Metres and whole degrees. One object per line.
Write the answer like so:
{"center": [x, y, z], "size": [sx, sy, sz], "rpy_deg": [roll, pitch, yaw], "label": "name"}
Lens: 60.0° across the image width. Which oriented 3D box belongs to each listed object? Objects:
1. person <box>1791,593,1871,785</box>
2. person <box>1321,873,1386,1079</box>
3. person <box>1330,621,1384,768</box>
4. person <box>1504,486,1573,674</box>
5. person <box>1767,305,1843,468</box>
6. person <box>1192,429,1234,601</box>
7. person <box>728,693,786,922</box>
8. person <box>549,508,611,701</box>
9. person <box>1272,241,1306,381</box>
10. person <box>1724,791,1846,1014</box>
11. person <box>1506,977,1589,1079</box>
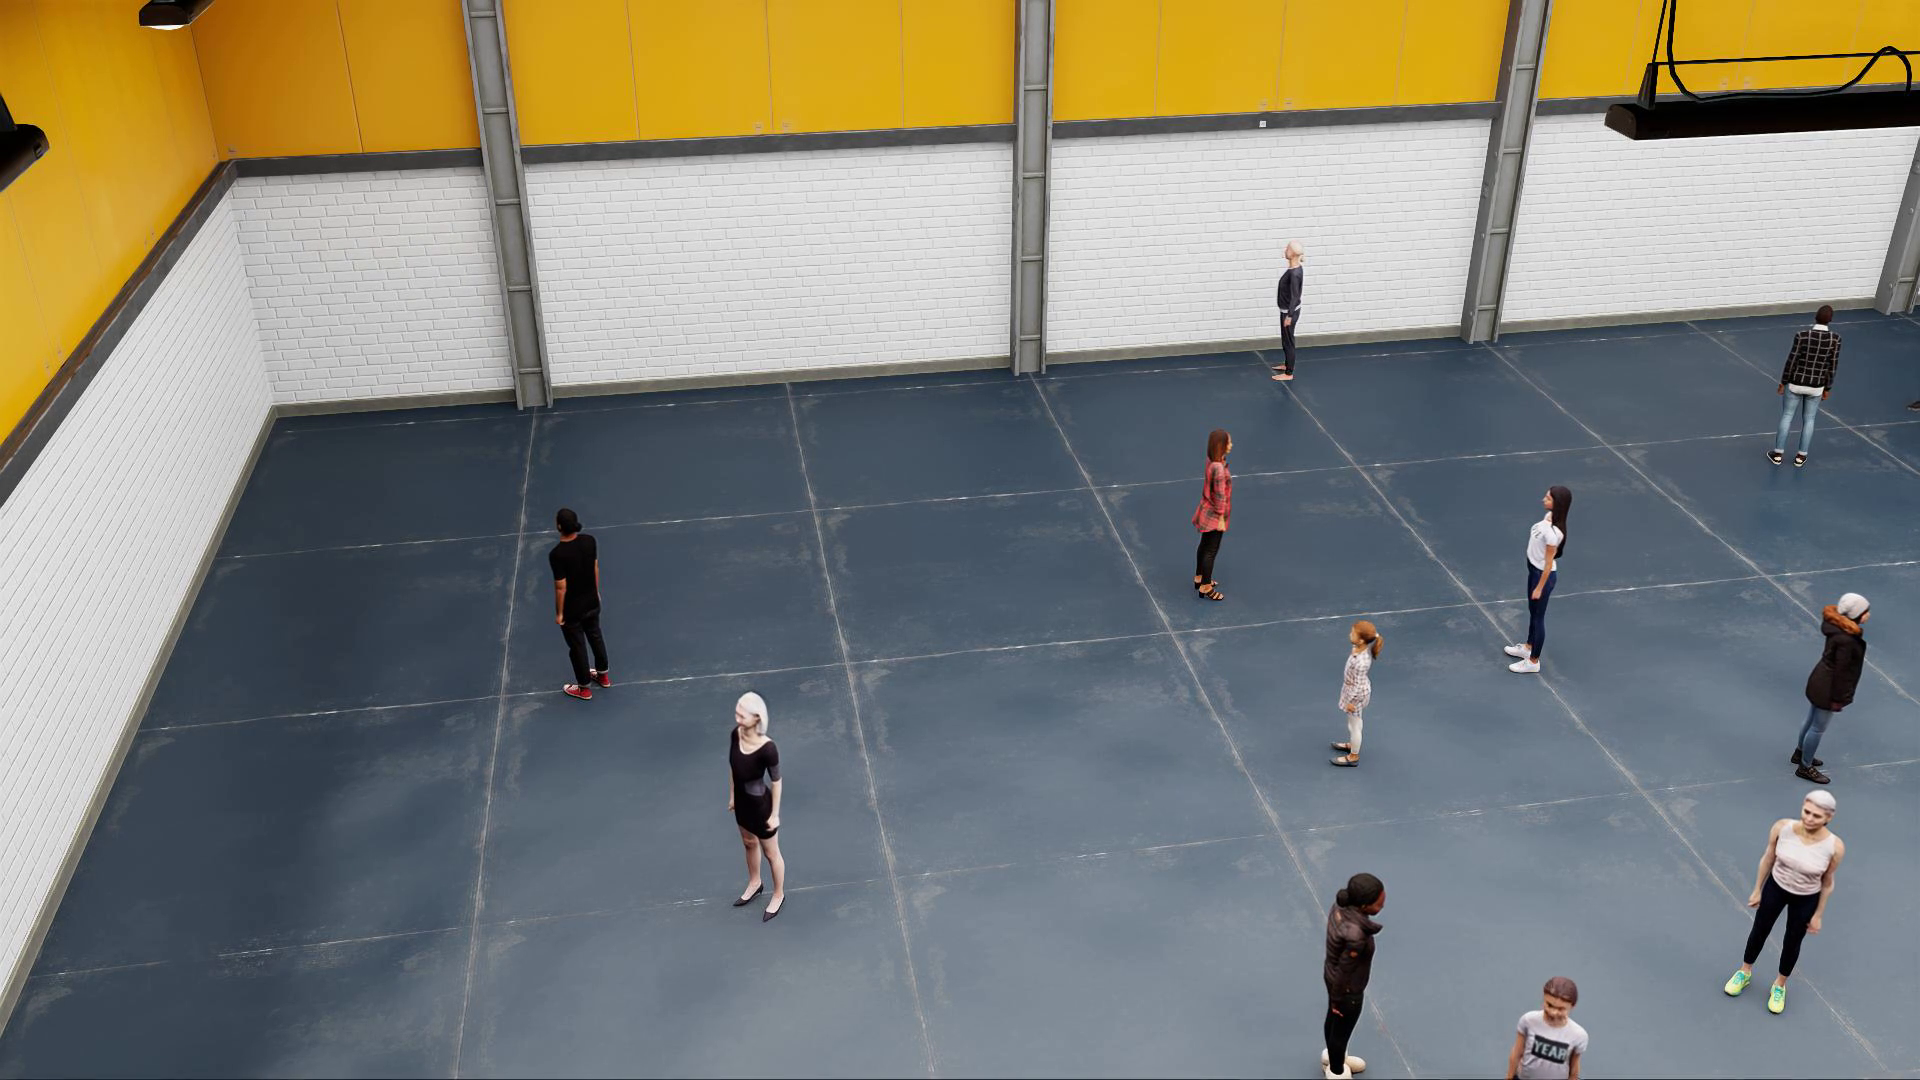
{"center": [6.840, 1.133, 13.073], "size": [0.758, 1.633, 0.734], "rpy_deg": [10, 30, 17], "label": "person"}
{"center": [2.343, 2.705, 10.163], "size": [0.605, 1.661, 0.657], "rpy_deg": [-5, 29, -8], "label": "person"}
{"center": [3.166, 1.211, 13.265], "size": [0.623, 1.311, 0.609], "rpy_deg": [7, 29, 13], "label": "person"}
{"center": [5.045, 0.329, 14.398], "size": [0.639, 1.775, 0.654], "rpy_deg": [6, 29, 11], "label": "person"}
{"center": [9.168, -1.678, 18.030], "size": [0.656, 1.820, 0.809], "rpy_deg": [8, 30, 14], "label": "person"}
{"center": [2.372, -0.256, 15.546], "size": [0.579, 1.703, 0.638], "rpy_deg": [-2, 29, -3], "label": "person"}
{"center": [-1.416, 1.844, 11.564], "size": [0.658, 1.830, 0.708], "rpy_deg": [20, 35, 33], "label": "person"}
{"center": [-3.228, 0.526, 14.055], "size": [0.766, 1.757, 0.706], "rpy_deg": [19, 34, 30], "label": "person"}
{"center": [4.008, -2.803, 20.193], "size": [0.644, 1.726, 0.680], "rpy_deg": [5, 29, 10], "label": "person"}
{"center": [5.407, 2.321, 10.823], "size": [0.680, 1.701, 0.728], "rpy_deg": [21, 35, 33], "label": "person"}
{"center": [3.316, 3.109, 9.524], "size": [0.603, 1.562, 0.685], "rpy_deg": [13, 31, 22], "label": "person"}
